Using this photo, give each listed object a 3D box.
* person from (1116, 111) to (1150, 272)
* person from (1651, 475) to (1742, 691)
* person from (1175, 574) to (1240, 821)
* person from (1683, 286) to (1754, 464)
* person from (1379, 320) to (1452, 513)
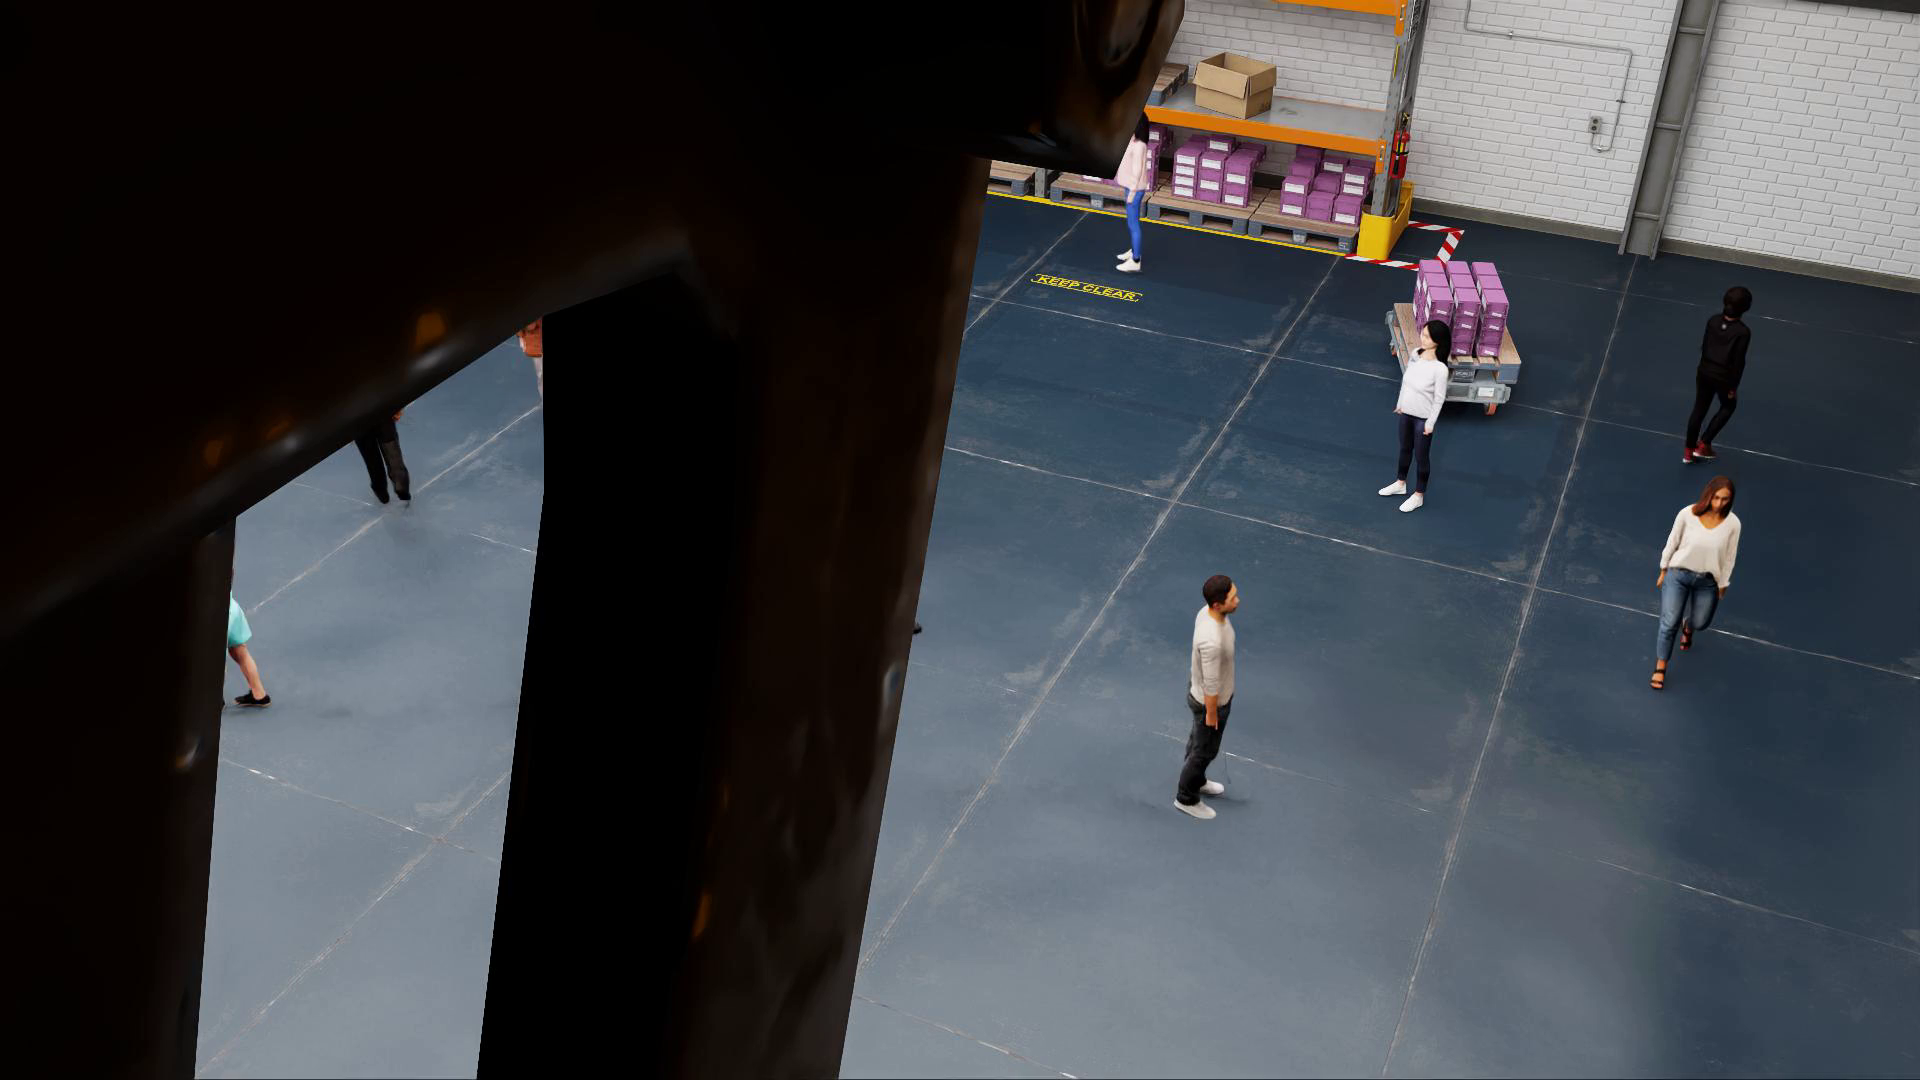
[{"bbox_3d":[1.874,-3.751,17.813,0.653,1.768,0.711,4,34,6],"label":"person"},{"bbox_3d":[5.249,0.248,11.888,0.780,1.667,0.690,14,36,20],"label":"person"},{"bbox_3d":[1.575,0.976,10.658,0.667,1.815,0.724,4,34,6],"label":"person"},{"bbox_3d":[6.489,-1.386,14.351,0.774,1.662,0.680,-19,38,-26],"label":"person"},{"bbox_3d":[3.824,-1.052,13.813,0.768,1.701,0.688,-15,37,-22],"label":"person"}]
